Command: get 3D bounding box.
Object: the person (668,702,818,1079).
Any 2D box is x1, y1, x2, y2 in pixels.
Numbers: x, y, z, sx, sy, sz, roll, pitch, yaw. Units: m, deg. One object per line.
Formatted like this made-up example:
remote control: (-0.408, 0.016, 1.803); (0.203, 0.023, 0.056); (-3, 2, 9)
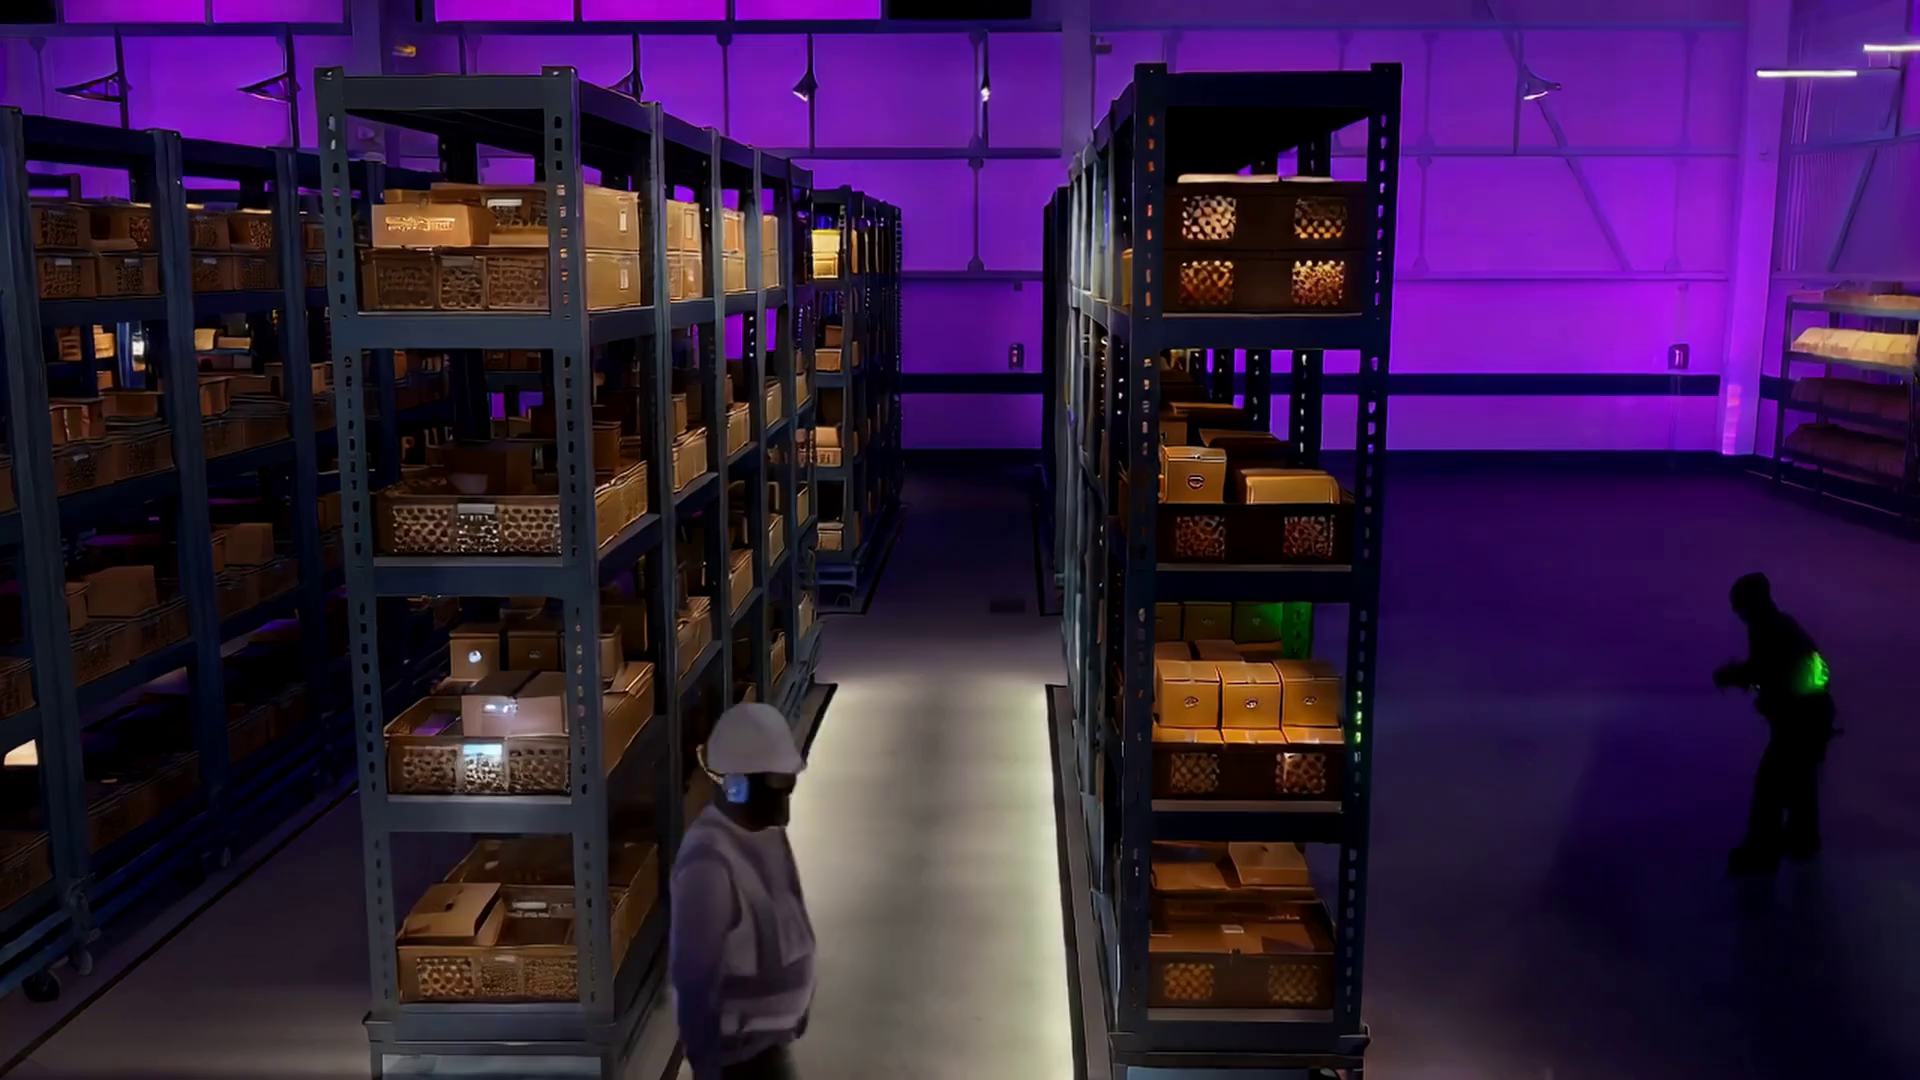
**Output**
person: (-0.549, 1.342, 4.657); (0.497, 1.819, 0.619); (1, 10, 7)
